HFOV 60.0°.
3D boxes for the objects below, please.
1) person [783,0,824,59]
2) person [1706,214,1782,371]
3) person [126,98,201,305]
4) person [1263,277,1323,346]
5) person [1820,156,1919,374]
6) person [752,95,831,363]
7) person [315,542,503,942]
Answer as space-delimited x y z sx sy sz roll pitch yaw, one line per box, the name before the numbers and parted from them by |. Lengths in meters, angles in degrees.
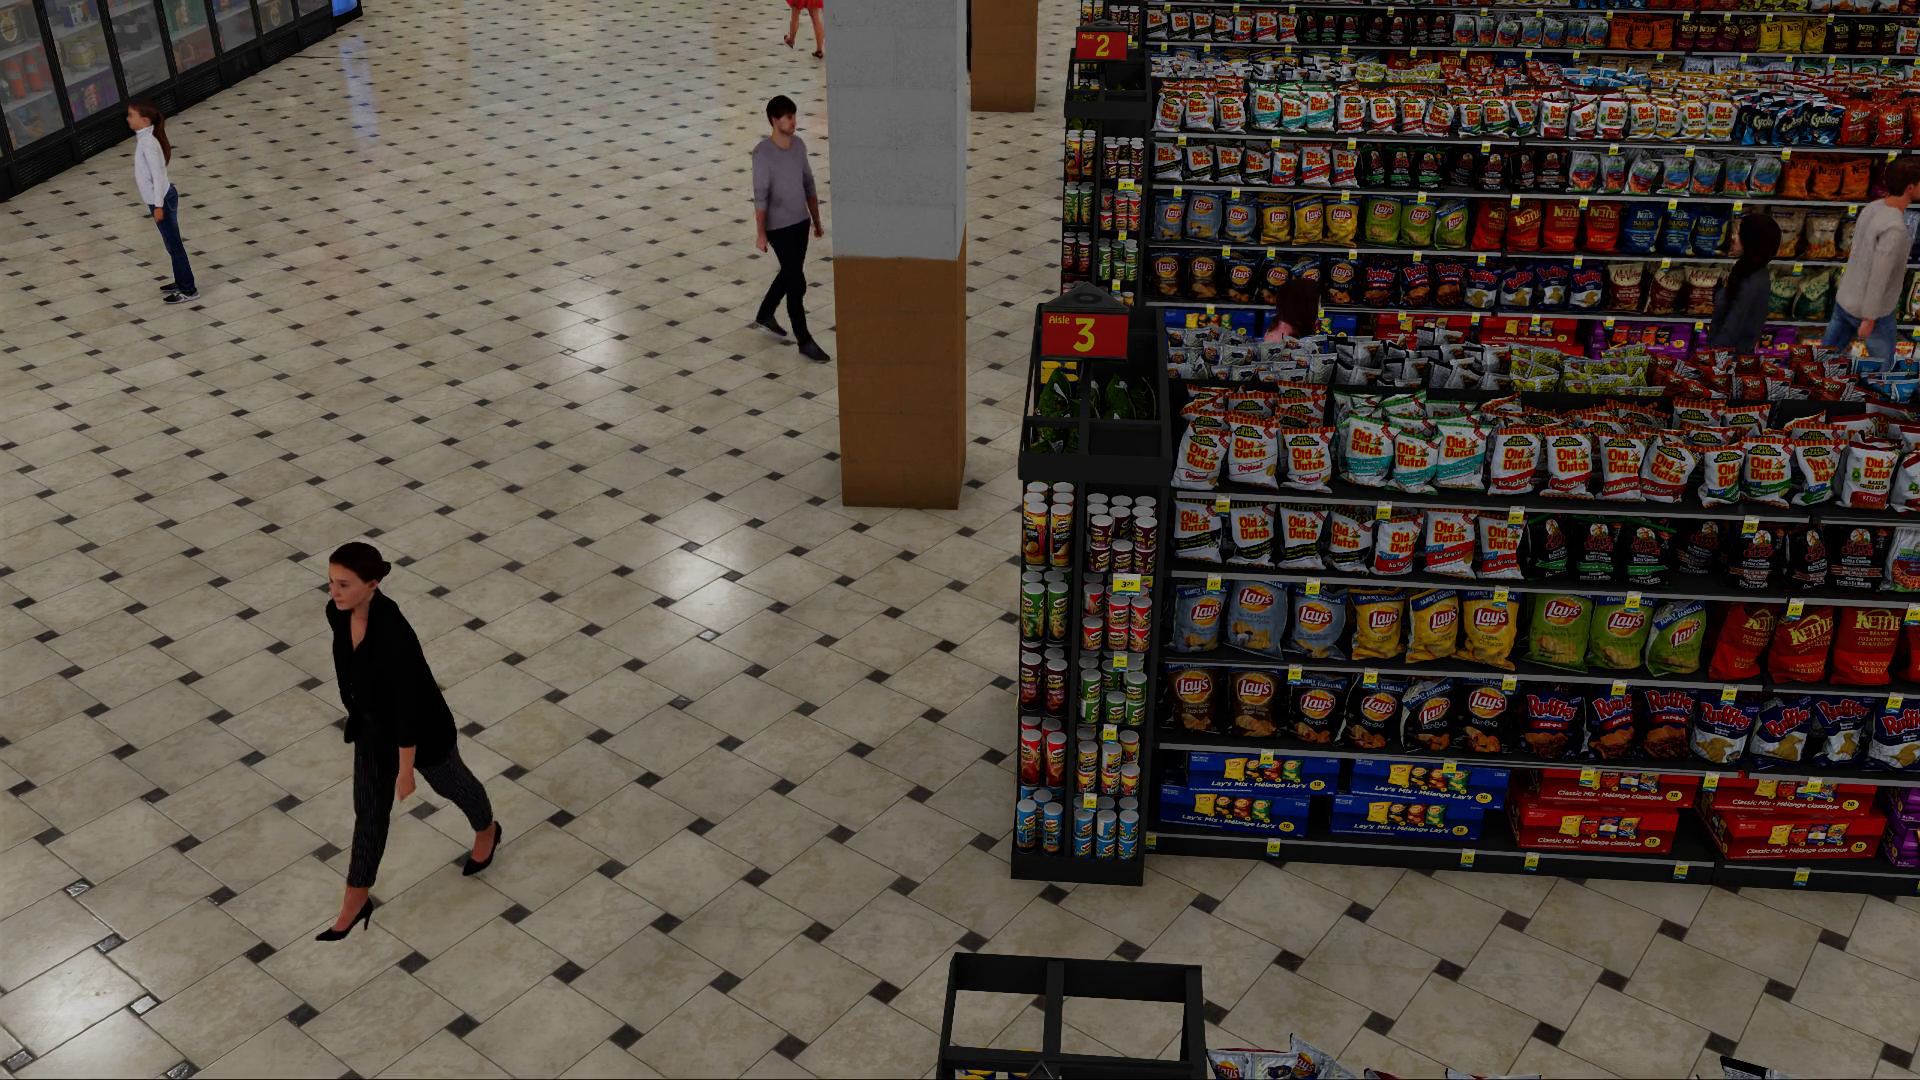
person | -1.813 -6.598 20.068 1.058 1.554 1.034 -17 33 -28
person | 4.520 -0.986 9.601 1.155 1.734 0.808 10 30 17
person | -6.125 -2.614 12.770 0.661 1.555 0.622 -14 31 -23
person | 1.590 -0.493 8.656 1.141 1.774 0.863 -7 29 -13
person | 5.494 -1.434 10.284 1.171 1.865 0.662 2 29 4
person | -1.288 -2.242 11.809 1.156 1.823 0.989 19 34 30
person | -2.113 0.725 6.539 1.152 1.666 1.054 17 33 29
